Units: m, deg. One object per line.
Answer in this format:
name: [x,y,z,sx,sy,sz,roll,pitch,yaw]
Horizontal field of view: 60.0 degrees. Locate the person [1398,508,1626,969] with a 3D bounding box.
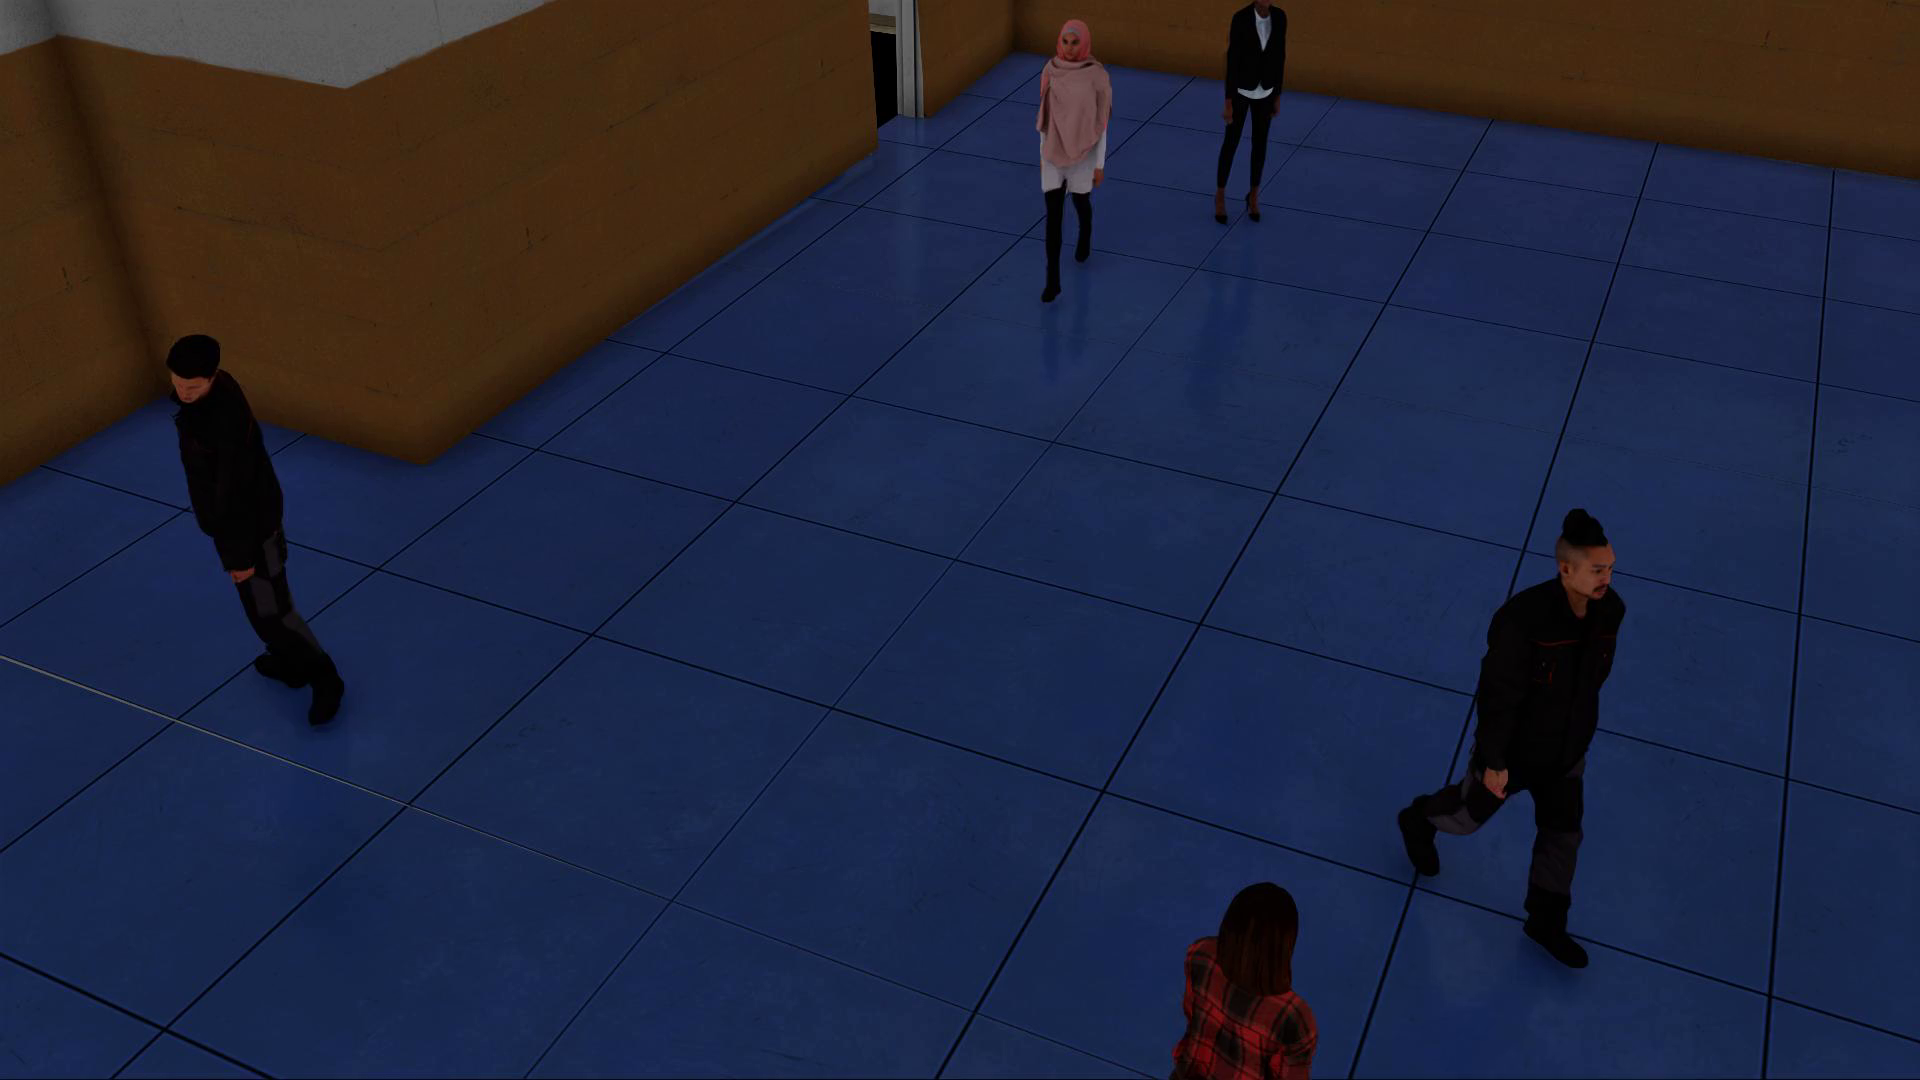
person: [2.038,0.662,6.126,1.203,1.830,1.273,-12,35,-17]

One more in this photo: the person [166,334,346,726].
person: [-3.111,-0.114,7.242,0.975,1.909,0.853,-8,35,-12]

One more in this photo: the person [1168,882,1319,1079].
person: [0.725,1.684,4.760,1.034,1.664,0.879,25,41,33]

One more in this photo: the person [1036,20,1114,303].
person: [0.765,-2.549,11.041,1.206,1.755,0.845,9,35,13]

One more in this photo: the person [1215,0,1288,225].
person: [2.068,-3.147,11.872,0.657,1.830,0.739,-6,34,-9]
